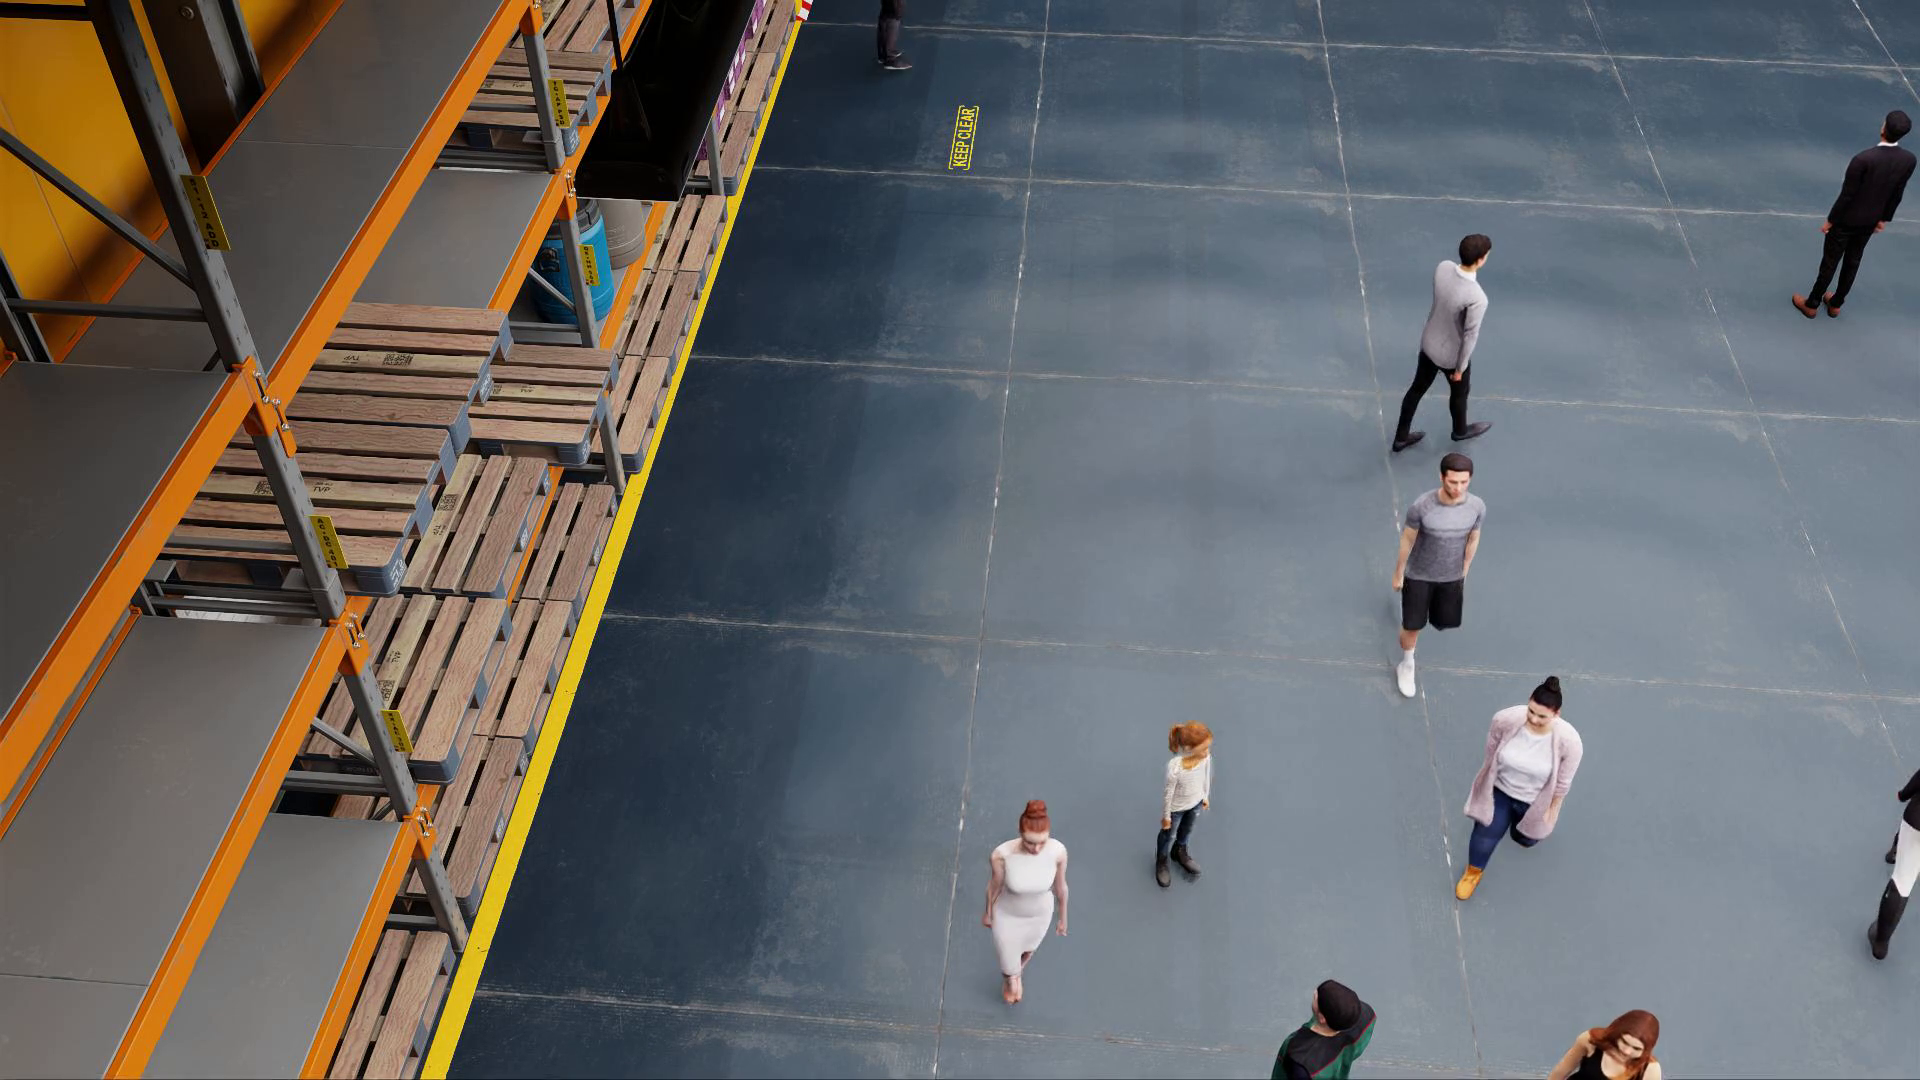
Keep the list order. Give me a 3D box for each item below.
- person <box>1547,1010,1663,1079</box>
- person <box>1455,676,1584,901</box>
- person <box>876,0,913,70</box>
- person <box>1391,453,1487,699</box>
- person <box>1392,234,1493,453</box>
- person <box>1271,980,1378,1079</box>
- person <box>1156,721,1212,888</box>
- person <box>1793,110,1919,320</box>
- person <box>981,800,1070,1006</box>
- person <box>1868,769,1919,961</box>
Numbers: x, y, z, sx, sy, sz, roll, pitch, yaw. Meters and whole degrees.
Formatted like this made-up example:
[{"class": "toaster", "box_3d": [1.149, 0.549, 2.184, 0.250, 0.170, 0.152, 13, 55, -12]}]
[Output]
[{"class": "person", "box_3d": [3.133, 2.734, 8.154, 1.014, 1.685, 1.171, 31, 52, 29]}, {"class": "person", "box_3d": [3.257, 1.379, 9.548, 0.945, 1.724, 1.097, 25, 49, 24]}, {"class": "person", "box_3d": [-0.740, -5.749, 16.879, 0.909, 1.933, 0.697, -3, 44, -3]}, {"class": "person", "box_3d": [3.040, 0.146, 10.753, 0.668, 1.847, 0.934, 2, 44, 2]}, {"class": "person", "box_3d": [3.530, -1.410, 12.354, 1.127, 1.892, 1.137, -21, 47, -20]}, {"class": "person", "box_3d": [1.691, 2.691, 8.042, 0.822, 1.901, 0.738, 34, 53, 31]}, {"class": "person", "box_3d": [1.296, 1.526, 9.693, 0.579, 1.310, 0.623, -16, 46, -16]}, {"class": "person", "box_3d": [7.382, -2.663, 13.676, 0.736, 1.883, 0.605, -3, 44, -3]}, {"class": "person", "box_3d": [0.332, 1.922, 8.938, 0.663, 1.779, 0.676, -5, 44, -5]}, {"class": "person", "box_3d": [5.398, 1.686, 9.266, 0.845, 1.669, 1.239, 18, 46, 18]}]
